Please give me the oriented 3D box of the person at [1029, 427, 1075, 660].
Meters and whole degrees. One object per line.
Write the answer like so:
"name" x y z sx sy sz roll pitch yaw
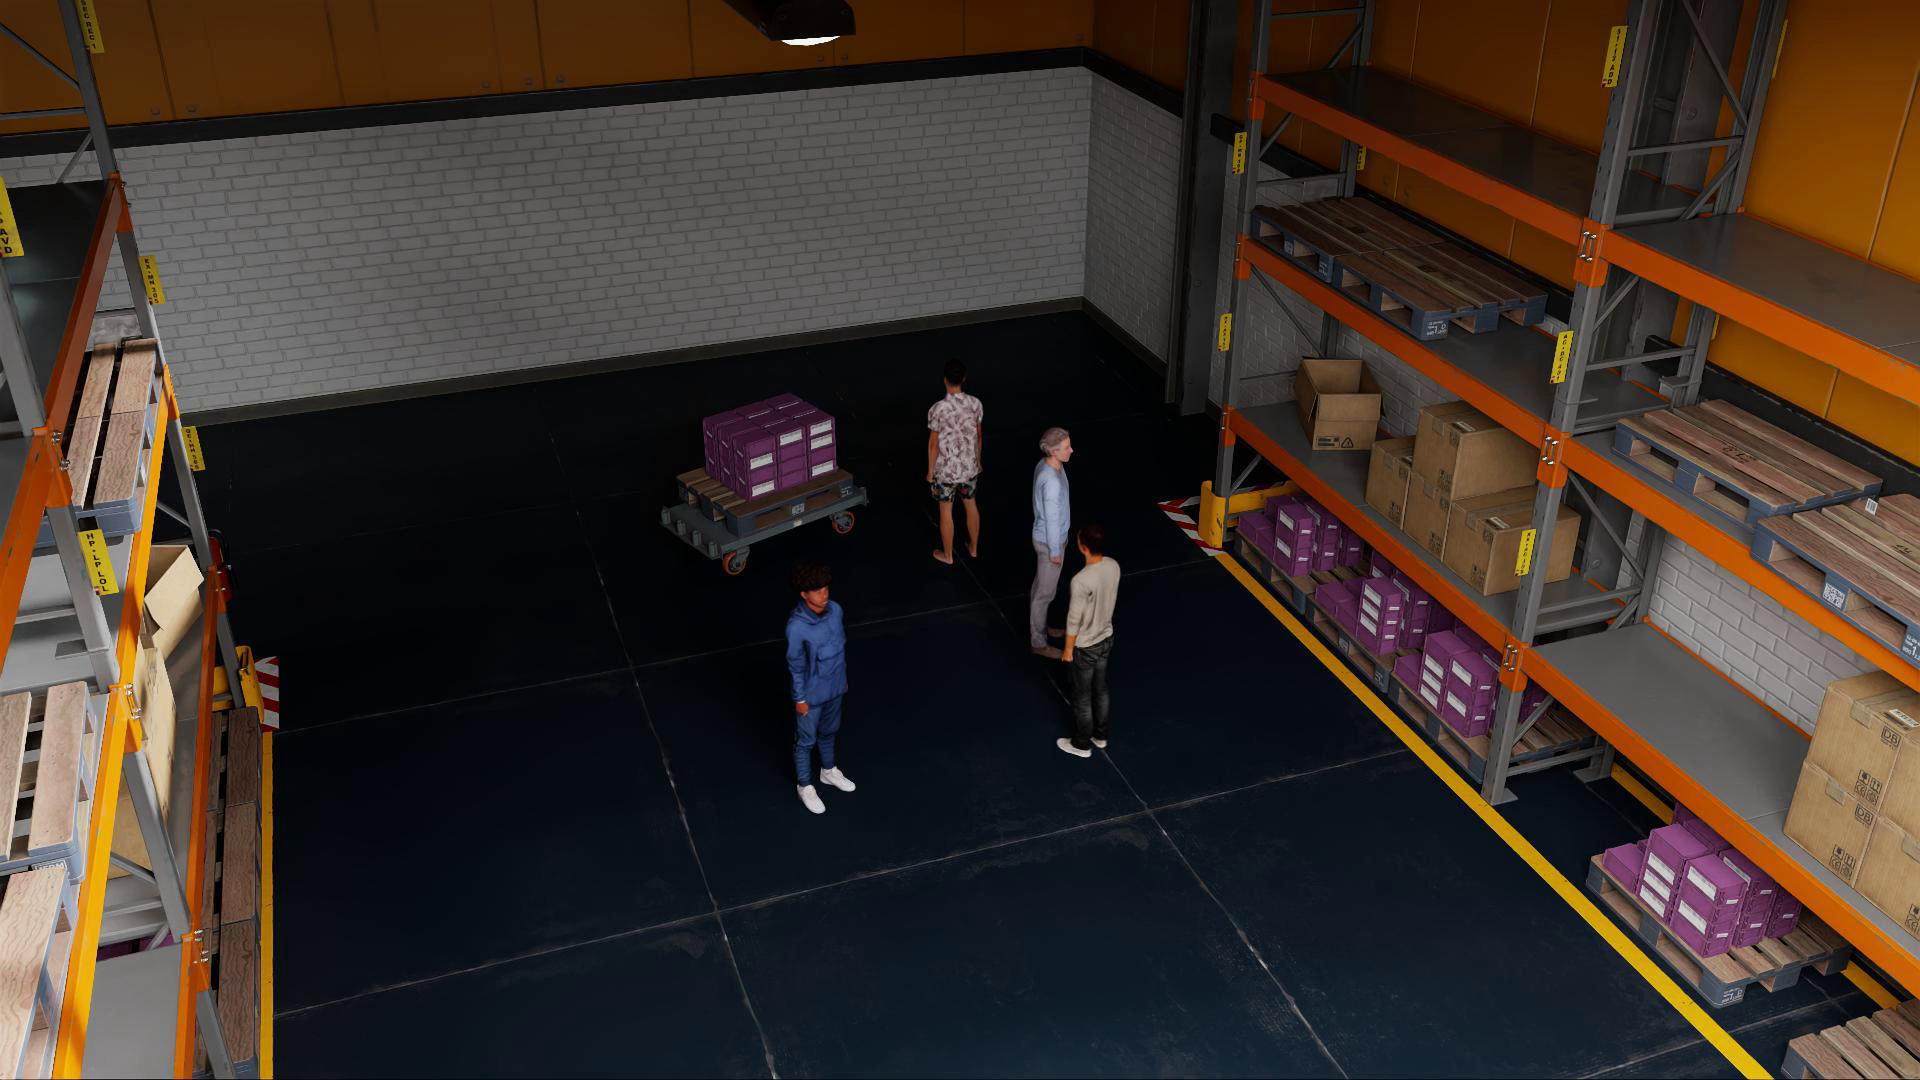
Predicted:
"person" 0.691 -0.003 12.783 0.806 1.892 0.653 2 29 4

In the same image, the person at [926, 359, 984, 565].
"person" -0.037 -0.655 14.058 0.695 1.814 0.585 -14 31 -23

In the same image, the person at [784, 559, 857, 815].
"person" -0.955 0.948 11.122 0.766 1.811 0.762 21 35 33

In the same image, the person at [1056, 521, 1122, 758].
"person" 0.926 0.695 11.591 0.718 1.807 0.725 23 36 35
